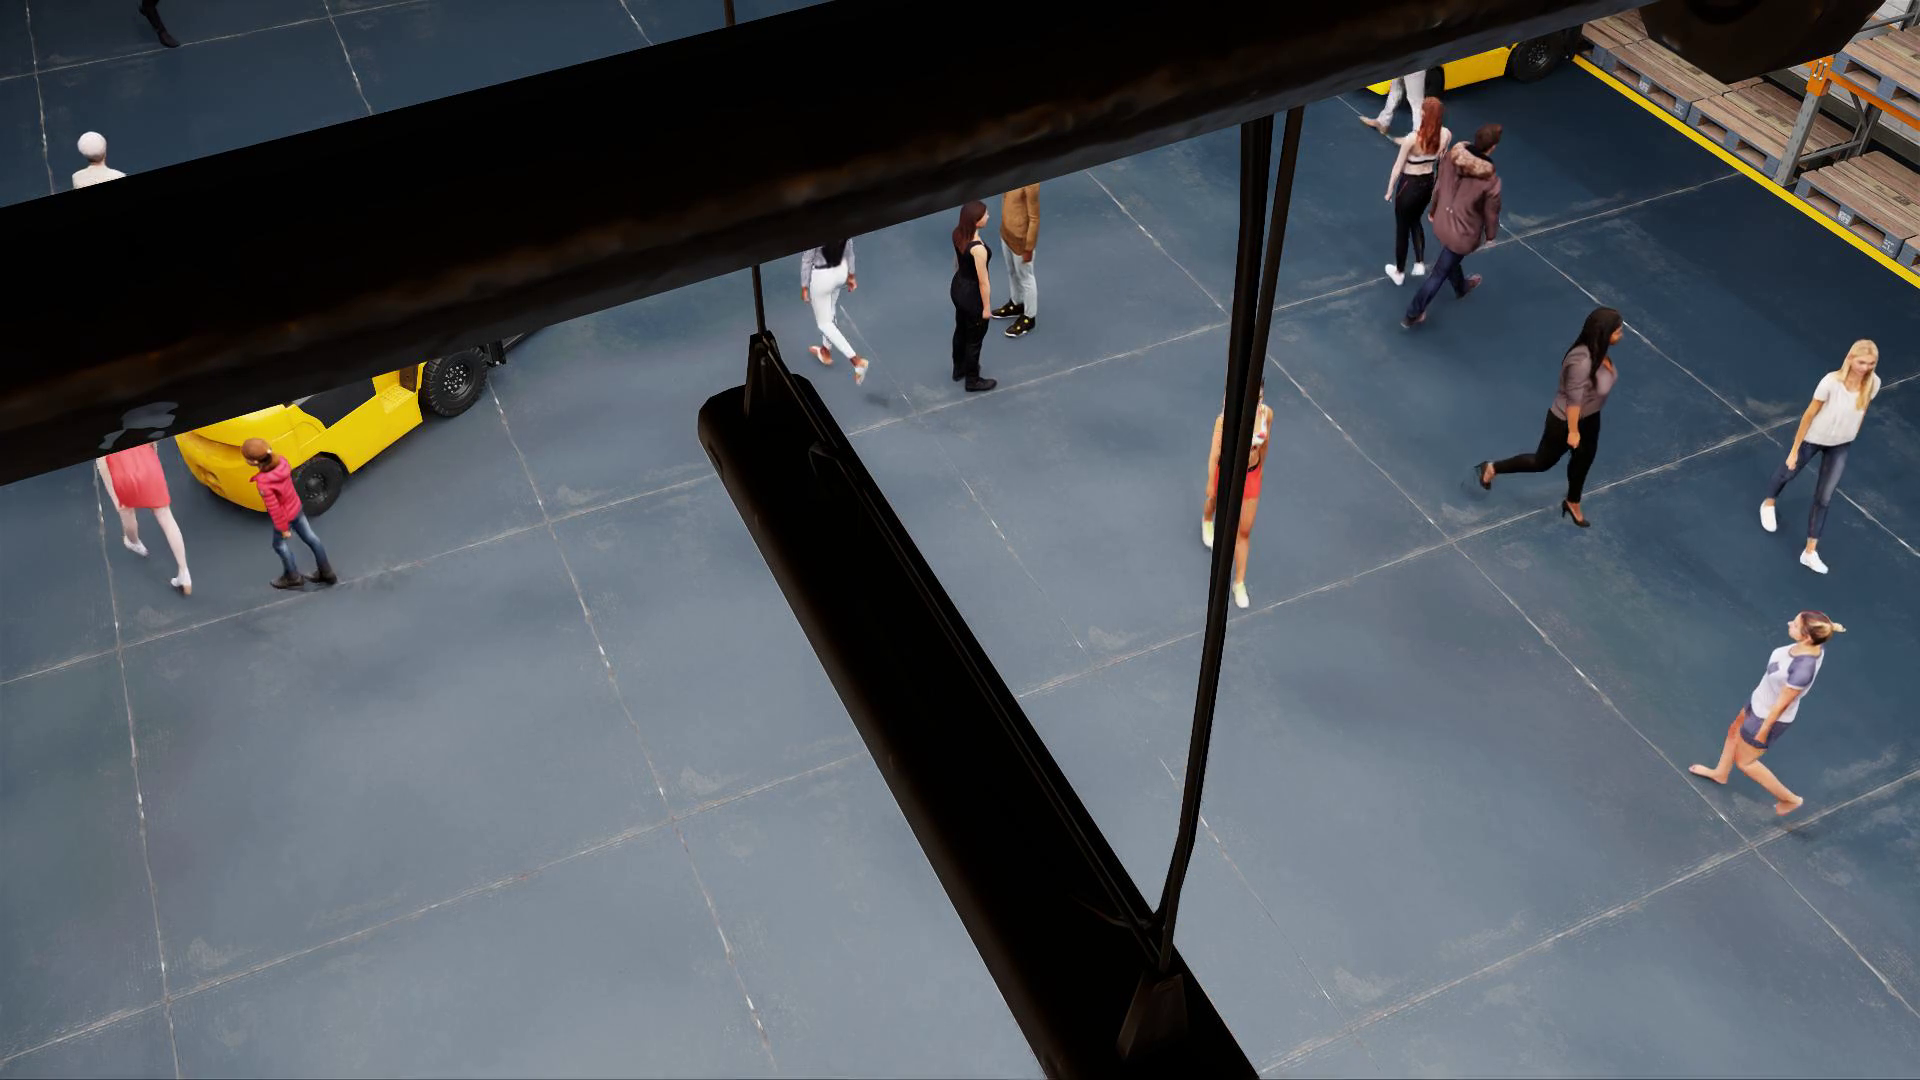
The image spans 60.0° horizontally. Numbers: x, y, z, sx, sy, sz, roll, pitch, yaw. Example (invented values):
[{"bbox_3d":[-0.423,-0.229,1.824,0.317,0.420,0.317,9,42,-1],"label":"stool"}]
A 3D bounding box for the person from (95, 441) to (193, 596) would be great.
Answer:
[{"bbox_3d":[-5.522,-0.355,11.285,1.124,1.788,0.899,28,50,26],"label":"person"}]

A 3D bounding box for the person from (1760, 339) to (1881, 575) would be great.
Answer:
[{"bbox_3d":[6.007,-0.728,11.682,0.955,1.780,1.156,1,44,1],"label":"person"}]

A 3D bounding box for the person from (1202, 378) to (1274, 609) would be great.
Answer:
[{"bbox_3d":[1.864,-0.487,11.455,0.828,1.743,1.220,-6,44,-6],"label":"person"}]

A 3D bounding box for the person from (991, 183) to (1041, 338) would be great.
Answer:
[{"bbox_3d":[0.487,-2.499,13.515,0.684,1.816,0.461,-17,46,-17],"label":"person"}]

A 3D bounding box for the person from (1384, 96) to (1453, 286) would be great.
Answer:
[{"bbox_3d":[3.859,-2.864,13.957,0.634,1.735,0.706,-12,45,-12],"label":"person"}]

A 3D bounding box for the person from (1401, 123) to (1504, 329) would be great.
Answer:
[{"bbox_3d":[3.983,-2.492,13.531,0.905,1.783,1.161,-24,49,-23],"label":"person"}]

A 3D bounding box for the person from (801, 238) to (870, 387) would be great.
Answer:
[{"bbox_3d":[-0.978,-1.984,13.058,0.811,1.701,1.108,-34,53,-30],"label":"person"}]

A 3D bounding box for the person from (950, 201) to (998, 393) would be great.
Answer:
[{"bbox_3d":[0.085,-1.910,12.990,0.657,1.687,0.479,-20,47,-20],"label":"person"}]

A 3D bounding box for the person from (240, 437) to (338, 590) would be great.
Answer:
[{"bbox_3d":[-4.564,-0.180,11.454,0.751,1.301,0.710,7,44,7],"label":"person"}]

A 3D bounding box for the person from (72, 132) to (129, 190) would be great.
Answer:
[{"bbox_3d":[-6.845,-2.399,13.480,0.868,1.719,0.945,7,44,7],"label":"person"}]

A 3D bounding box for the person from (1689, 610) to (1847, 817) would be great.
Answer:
[{"bbox_3d":[4.919,1.053,9.941,0.971,1.603,0.835,25,49,24],"label":"person"}]

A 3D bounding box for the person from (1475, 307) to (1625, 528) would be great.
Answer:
[{"bbox_3d":[4.243,-0.872,11.812,1.218,1.809,0.970,29,51,27],"label":"person"}]
